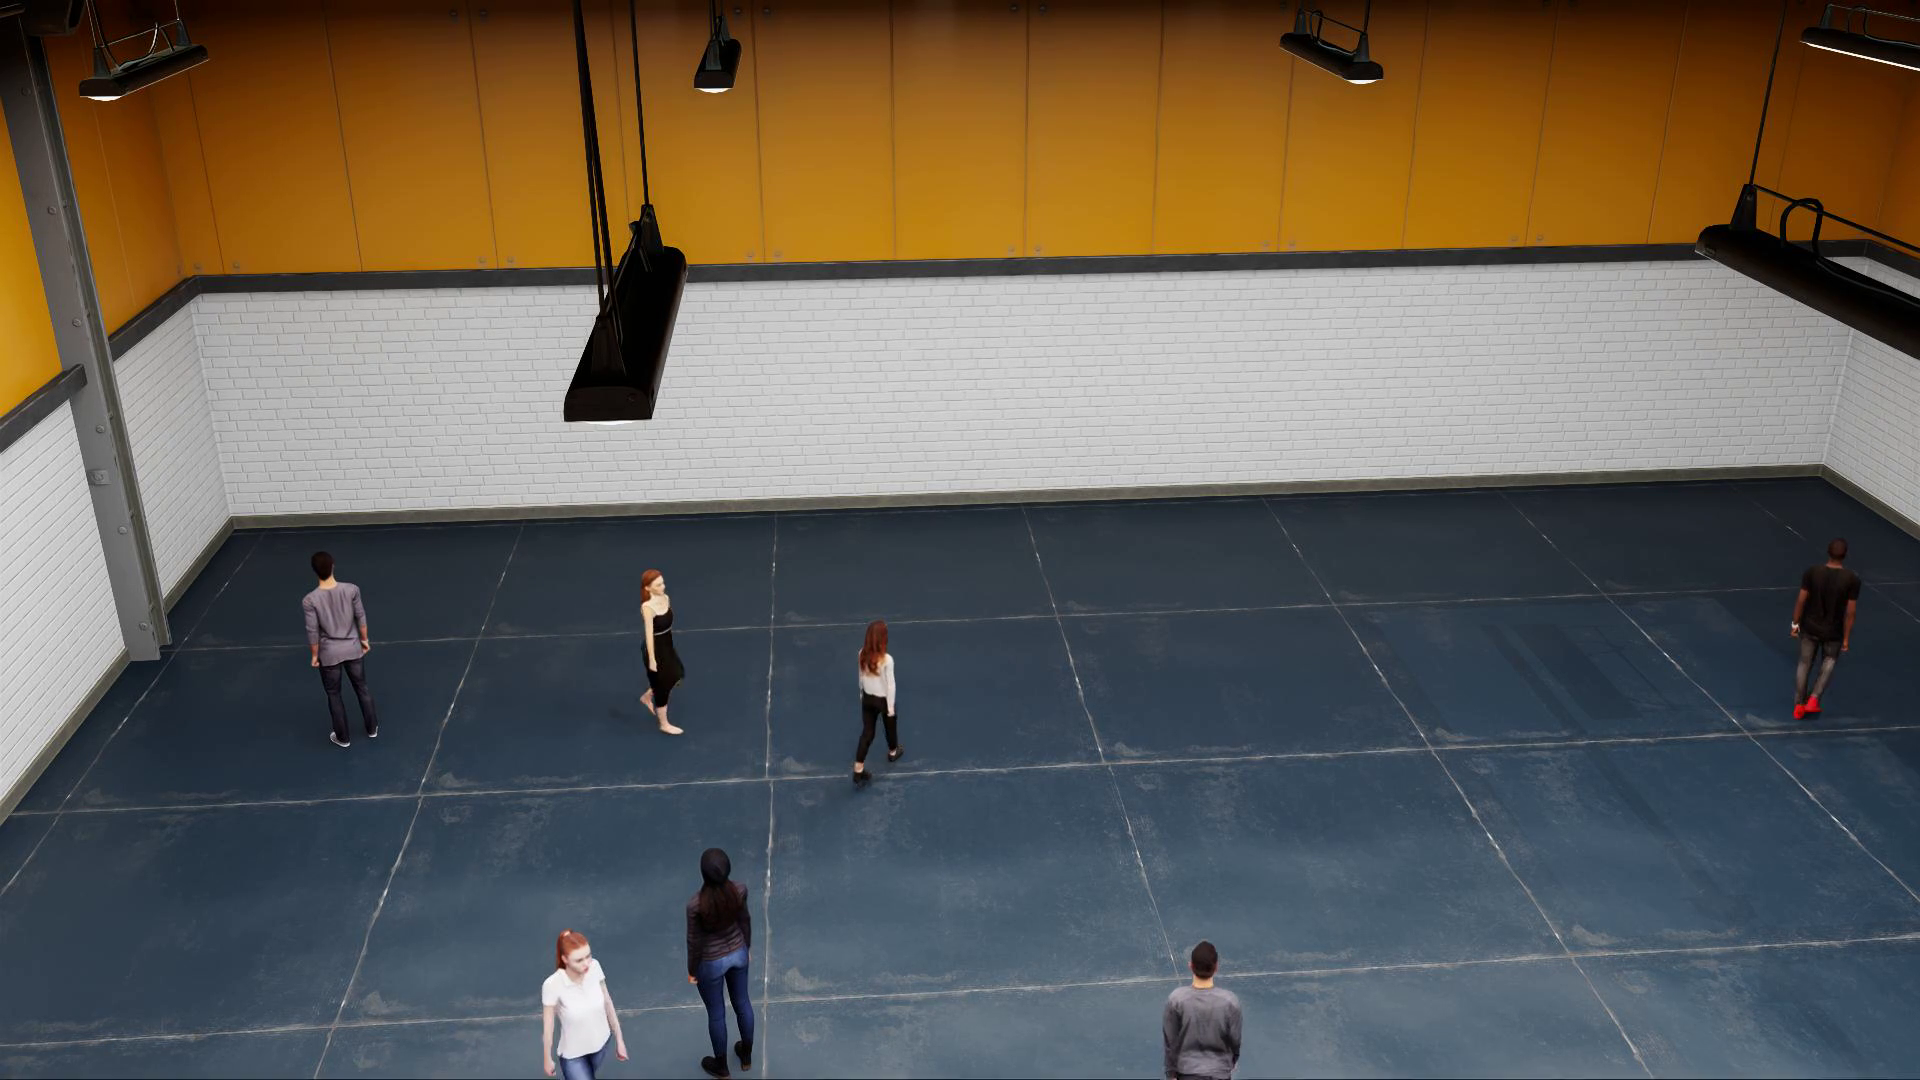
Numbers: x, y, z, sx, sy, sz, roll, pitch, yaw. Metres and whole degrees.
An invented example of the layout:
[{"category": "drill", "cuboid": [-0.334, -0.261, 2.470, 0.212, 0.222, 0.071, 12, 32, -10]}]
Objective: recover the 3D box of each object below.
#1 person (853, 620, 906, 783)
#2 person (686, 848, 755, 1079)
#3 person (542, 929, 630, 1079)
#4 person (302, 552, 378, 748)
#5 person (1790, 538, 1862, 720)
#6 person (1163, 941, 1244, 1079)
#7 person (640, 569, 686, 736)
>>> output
[{"category": "person", "cuboid": [-0.757, 1.417, 14.356, 0.900, 1.454, 1.047, 13, 27, 27]}, {"category": "person", "cuboid": [-1.559, 2.766, 10.905, 0.713, 1.745, 0.731, -16, 28, -32]}, {"category": "person", "cuboid": [-2.375, 3.097, 10.219, 1.152, 1.688, 1.087, 19, 30, 37]}, {"category": "person", "cuboid": [-5.551, 0.970, 14.884, 0.747, 1.850, 0.737, -16, 28, -33]}, {"category": "person", "cuboid": [7.871, 0.848, 15.227, 0.770, 1.798, 0.811, 16, 28, 32]}, {"category": "person", "cuboid": [1.439, 3.226, 9.885, 0.881, 1.718, 1.248, 5, 24, 11]}, {"category": "person", "cuboid": [-2.805, 1.005, 15.098, 0.825, 1.613, 0.808, 10, 26, 22]}]
